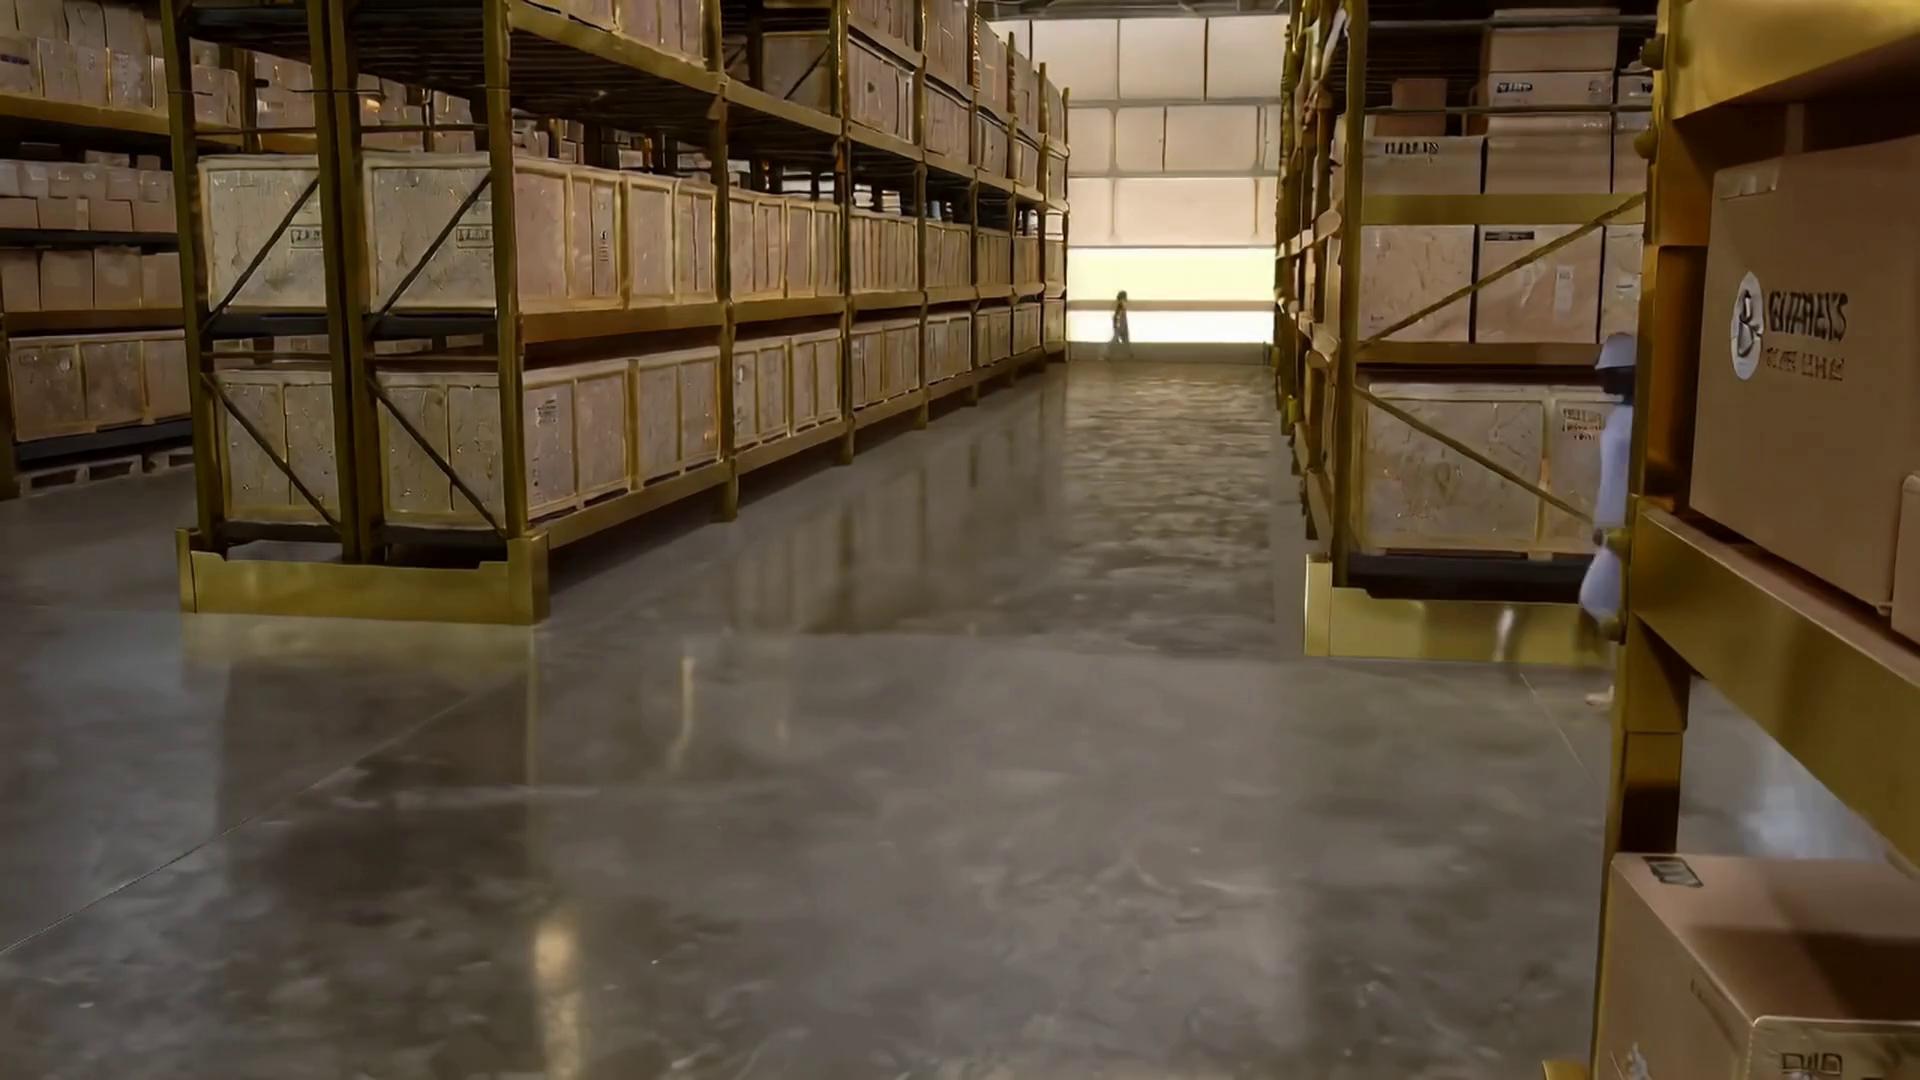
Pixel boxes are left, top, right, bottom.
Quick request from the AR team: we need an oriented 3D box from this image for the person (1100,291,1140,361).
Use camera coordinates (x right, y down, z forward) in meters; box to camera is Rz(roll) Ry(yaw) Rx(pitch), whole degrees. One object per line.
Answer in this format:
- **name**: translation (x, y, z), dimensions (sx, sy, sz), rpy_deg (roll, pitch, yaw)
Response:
- **person**: translation (3.607, -4.837, 37.691), dimensions (0.876, 1.592, 0.515), rpy_deg (1, 9, 9)

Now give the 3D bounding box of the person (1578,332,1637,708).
- **person**: translation (3.029, -0.076, 7.664), dimensions (0.425, 1.745, 0.549), rpy_deg (1, 9, 7)
